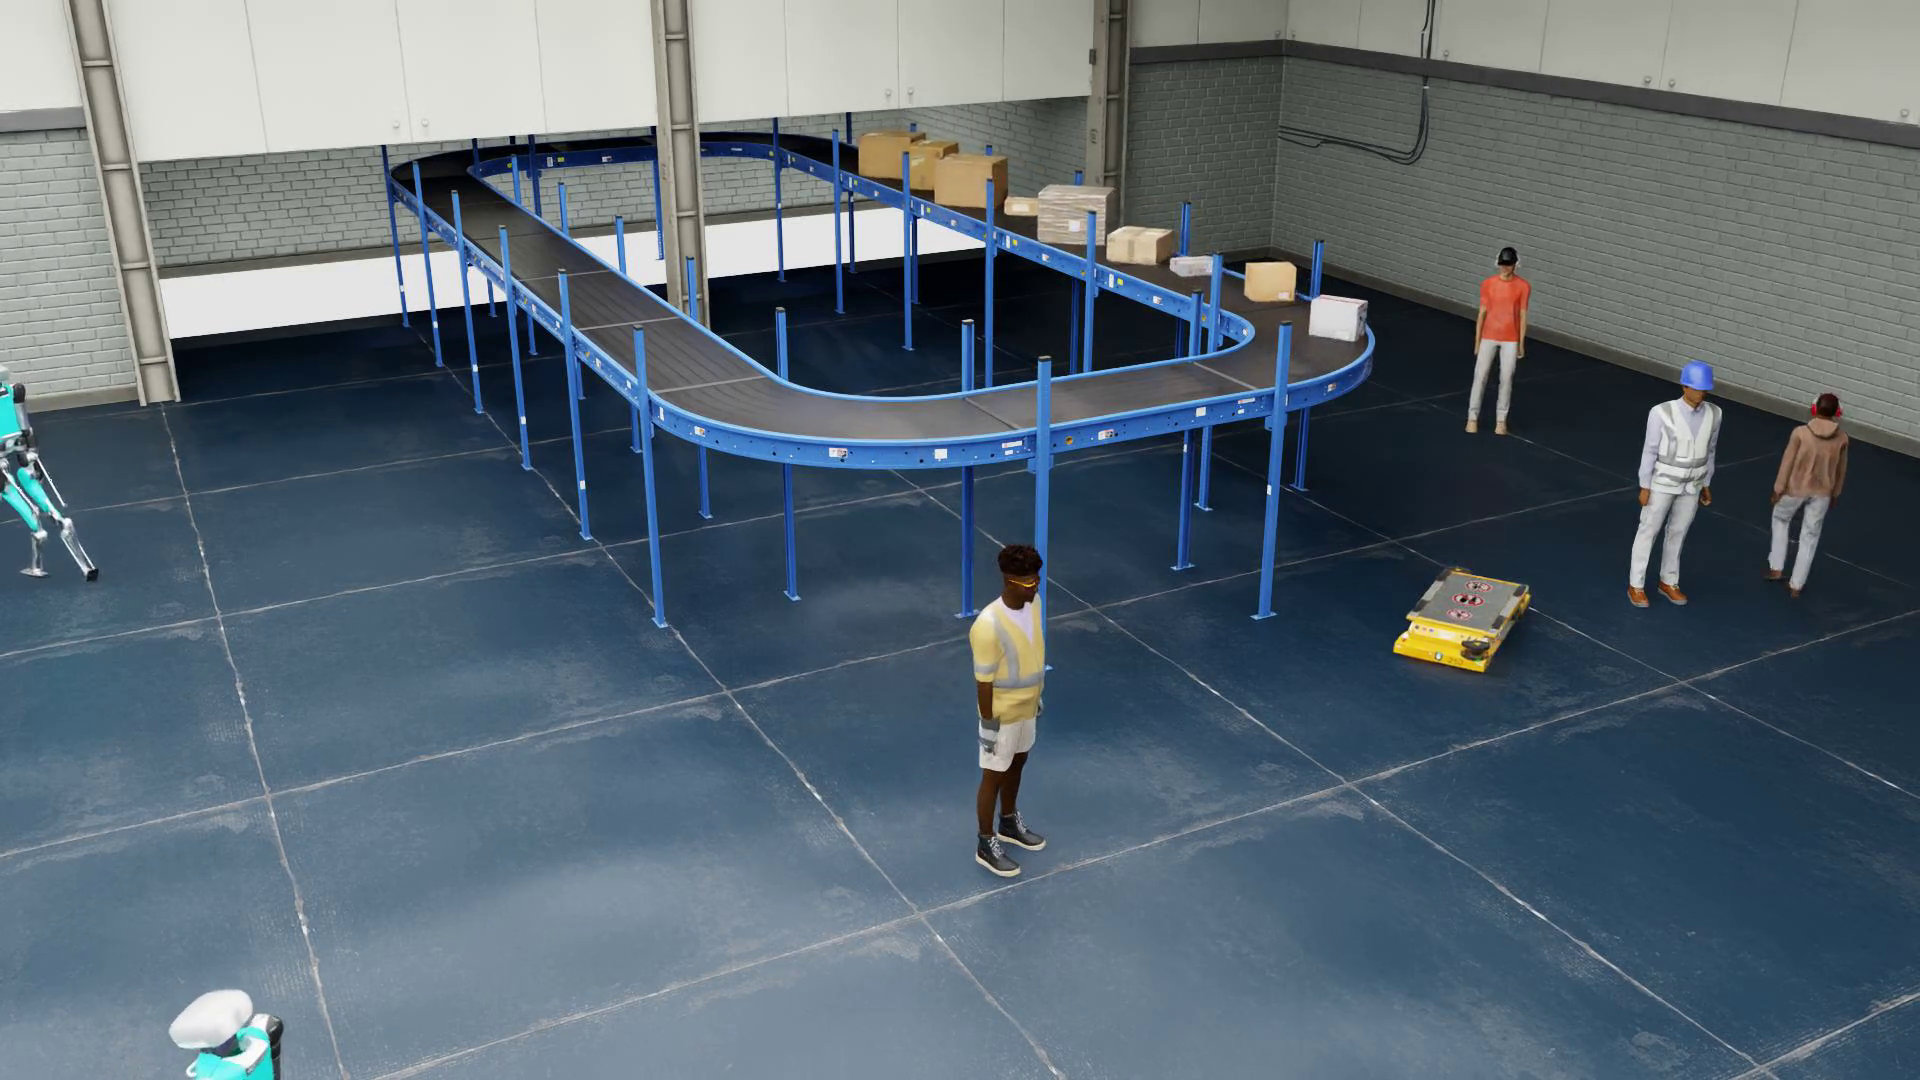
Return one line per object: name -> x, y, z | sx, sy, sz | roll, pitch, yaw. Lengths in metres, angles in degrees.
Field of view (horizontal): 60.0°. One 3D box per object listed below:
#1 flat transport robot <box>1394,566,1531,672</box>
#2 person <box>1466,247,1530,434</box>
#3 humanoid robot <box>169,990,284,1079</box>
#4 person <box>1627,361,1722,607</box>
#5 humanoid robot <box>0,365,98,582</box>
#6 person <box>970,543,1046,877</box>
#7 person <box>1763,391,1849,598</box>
flat transport robot -> 3.783, 0.577, 12.450 | 0.659, 0.231, 1.431 | 12, 25, 28
person -> 5.385, -1.981, 16.599 | 0.489, 1.906, 0.425 | 7, 23, 18
humanoid robot -> -2.799, 2.432, 5.995 | 0.816, 1.824, 0.570 | 2, 22, 5
person -> 5.465, -0.430, 12.700 | 0.602, 1.949, 0.387 | -3, 22, -8
humanoid robot -> -7.286, -0.443, 13.125 | 0.852, 1.858, 0.549 | 9, 24, 21
person -> 0.290, 0.926, 9.329 | 0.361, 1.961, 0.611 | 13, 25, 29
person -> 6.598, -0.376, 12.970 | 0.503, 1.634, 0.517 | 6, 23, 14
